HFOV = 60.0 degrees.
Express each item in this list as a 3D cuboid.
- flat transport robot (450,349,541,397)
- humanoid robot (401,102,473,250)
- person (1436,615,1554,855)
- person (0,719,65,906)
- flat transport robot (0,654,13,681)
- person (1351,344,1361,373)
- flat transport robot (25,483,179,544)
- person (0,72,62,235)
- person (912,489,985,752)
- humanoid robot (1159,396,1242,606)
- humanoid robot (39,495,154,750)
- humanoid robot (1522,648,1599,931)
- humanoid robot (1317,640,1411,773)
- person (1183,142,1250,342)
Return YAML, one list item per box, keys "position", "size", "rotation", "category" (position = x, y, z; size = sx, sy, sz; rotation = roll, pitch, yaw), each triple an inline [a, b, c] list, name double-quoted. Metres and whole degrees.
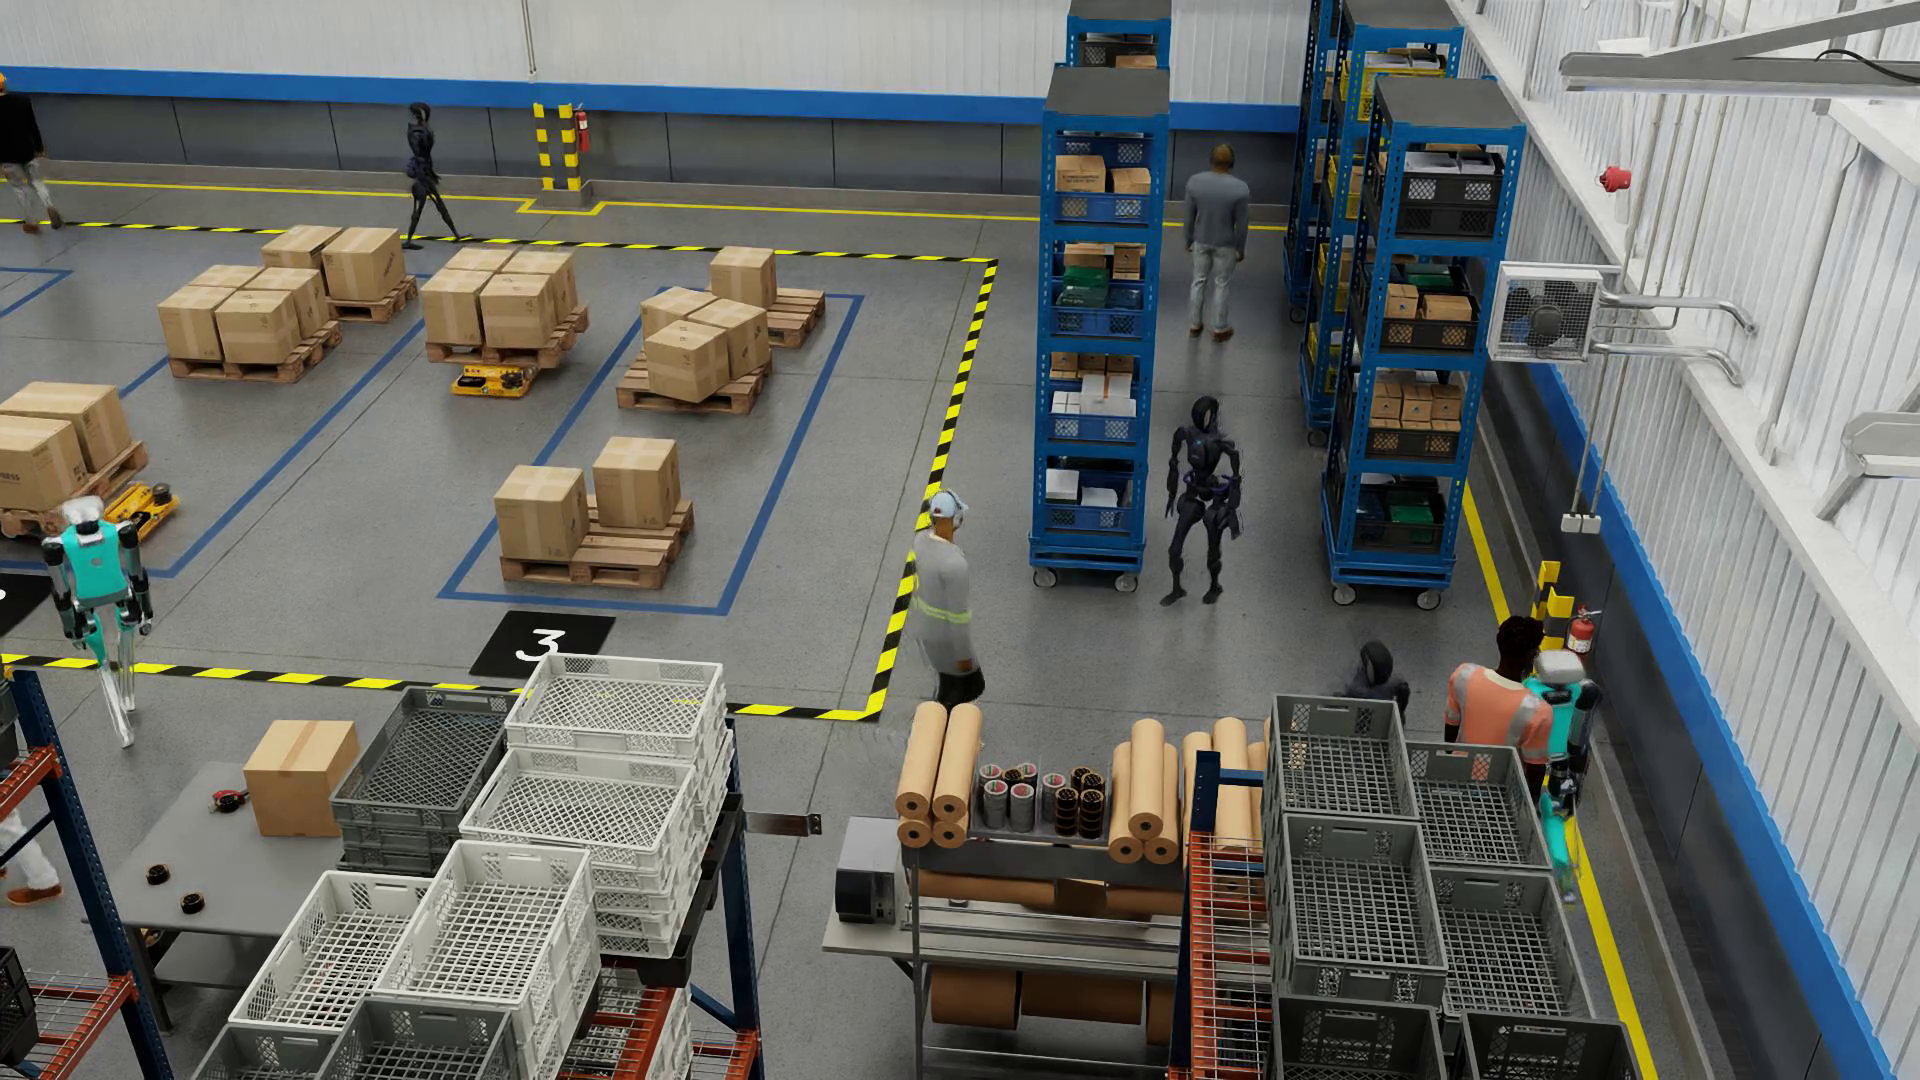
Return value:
- position: [-4.216, -1.743, 15.639]
  size: [0.652, 0.197, 1.431]
  rotation: [3, 30, 6]
  category: "flat transport robot"
- position: [-5.826, -3.969, 18.133]
  size: [0.781, 1.619, 0.613]
  rotation: [-3, 30, -4]
  category: "humanoid robot"
- position: [2.827, 1.249, 8.842]
  size: [0.368, 1.965, 0.605]
  rotation: [-24, 38, -35]
  category: "person"
- position: [-5.391, 1.221, 8.991]
  size: [0.558, 1.865, 0.609]
  rotation: [-13, 33, -21]
  category: "person"
- position: [-7.142, 0.969, 11.010]
  size: [1.431, 0.231, 0.659]
  rotation: [3, 30, 6]
  category: "flat transport robot"
- position: [3.308, -0.927, 12.737]
  size: [0.702, 1.809, 0.511]
  rotation: [-5, 31, -8]
  category: "person"
- position: [-7.003, -0.251, 13.077]
  size: [1.431, 0.197, 0.652]
  rotation: [3, 30, 6]
  category: "flat transport robot"
- position: [-10.426, -4.274, 18.422]
  size: [0.517, 1.871, 0.603]
  rotation: [20, 36, 30]
  category: "person"
- position: [-0.092, 0.552, 10.182]
  size: [0.474, 1.818, 0.644]
  rotation: [-14, 33, -22]
  category: "person"
- position: [1.708, -0.252, 11.718]
  size: [0.608, 1.642, 0.575]
  rotation: [20, 36, 31]
  category: "humanoid robot"
- position: [-5.374, 0.433, 10.459]
  size: [0.539, 1.753, 0.898]
  rotation: [-19, 35, -29]
  category: "humanoid robot"
- position: [3.073, 1.451, 8.670]
  size: [0.530, 1.728, 0.747]
  rotation: [-5, 31, -9]
  category: "humanoid robot"
- position: [2.169, 1.225, 9.170]
  size: [0.585, 1.644, 0.348]
  rotation: [-11, 32, -18]
  category: "humanoid robot"
- position: [2.438, -2.840, 15.893]
  size: [0.634, 1.936, 0.353]
  rotation: [14, 33, 22]
  category: "person"
